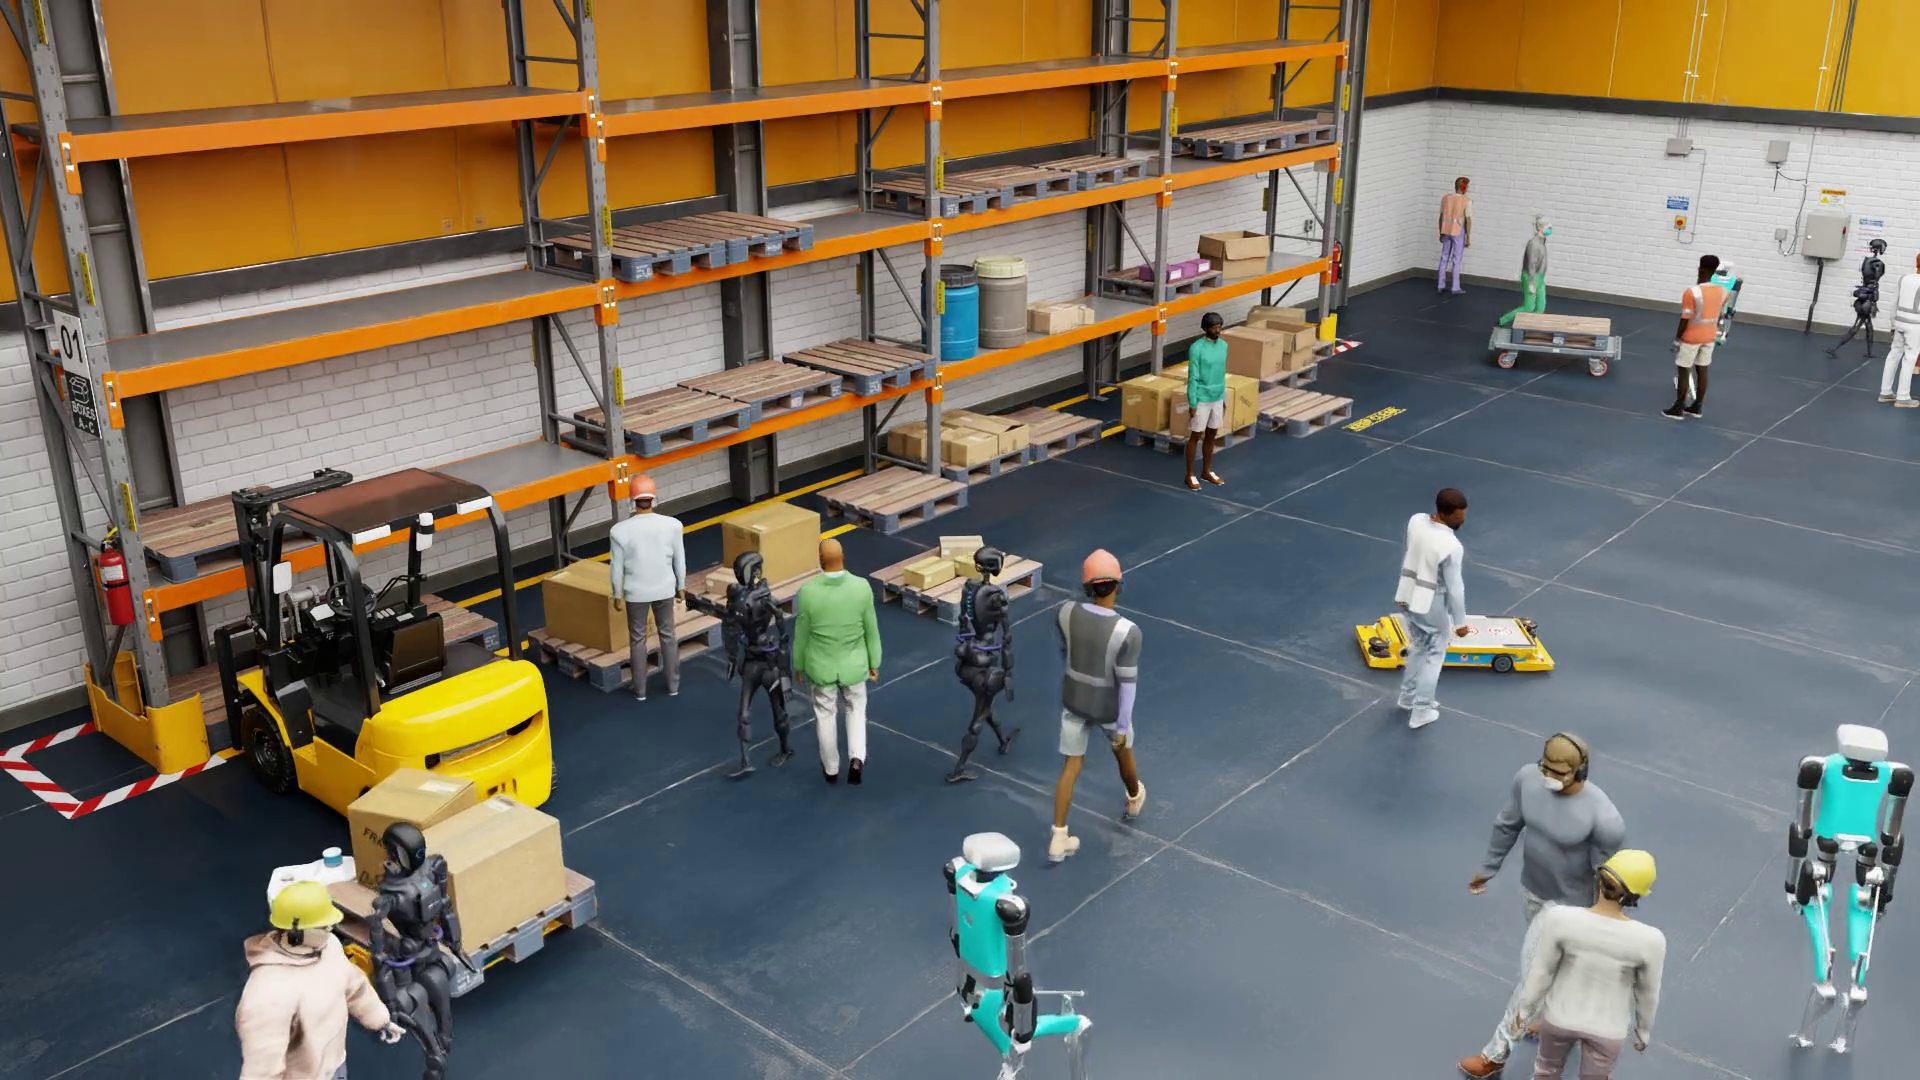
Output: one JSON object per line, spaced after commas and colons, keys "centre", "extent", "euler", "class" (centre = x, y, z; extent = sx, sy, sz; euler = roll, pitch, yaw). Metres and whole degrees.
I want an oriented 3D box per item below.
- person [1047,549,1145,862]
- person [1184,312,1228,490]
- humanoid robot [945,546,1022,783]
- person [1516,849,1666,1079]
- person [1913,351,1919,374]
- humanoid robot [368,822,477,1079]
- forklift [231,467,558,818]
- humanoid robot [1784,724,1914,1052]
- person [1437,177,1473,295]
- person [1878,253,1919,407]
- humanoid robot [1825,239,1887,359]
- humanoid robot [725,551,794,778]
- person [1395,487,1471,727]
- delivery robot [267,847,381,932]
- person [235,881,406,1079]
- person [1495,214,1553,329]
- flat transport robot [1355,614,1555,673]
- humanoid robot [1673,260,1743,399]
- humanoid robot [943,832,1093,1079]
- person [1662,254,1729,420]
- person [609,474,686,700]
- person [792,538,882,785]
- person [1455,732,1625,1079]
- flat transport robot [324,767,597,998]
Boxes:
{"centre": [0.876, 0.991, 10.428], "extent": [0.600, 1.957, 1.093], "euler": [10, 23, 26], "class": "person"}
{"centre": [2.542, -1.452, 17.205], "extent": [0.509, 1.848, 0.382], "euler": [-13, 24, -32], "class": "person"}
{"centre": [0.173, 0.818, 11.357], "extent": [0.766, 1.615, 0.593], "euler": [-15, 25, -35], "class": "humanoid robot"}
{"centre": [2.827, 2.190, 7.521], "extent": [0.583, 1.715, 0.676], "euler": [8, 22, 21], "class": "person"}
{"centre": [12.666, -3.000, 21.514], "extent": [0.476, 1.768, 0.369], "euler": [11, 23, 28], "class": "person"}
{"centre": [-2.571, 2.066, 7.933], "extent": [0.314, 1.652, 0.611], "euler": [8, 22, 20], "class": "humanoid robot"}
{"centre": [-3.730, 0.710, 10.856], "extent": [2.313, 2.155, 1.214], "euler": [17, 26, 38], "class": "forklift"}
{"centre": [4.483, 1.863, 8.414], "extent": [0.543, 1.800, 0.718], "euler": [4, 21, 11], "class": "humanoid robot"}
{"centre": [7.818, -4.815, 26.332], "extent": [0.395, 1.836, 0.563], "euler": [-16, 25, -36], "class": "person"}
{"centre": [11.514, -2.557, 20.148], "extent": [0.337, 1.882, 0.583], "euler": [-5, 21, -14], "class": "person"}
{"centre": [12.155, -3.237, 22.370], "extent": [0.775, 1.629, 0.586], "euler": [4, 21, 12], "class": "humanoid robot"}
{"centre": [-1.359, 0.840, 11.273], "extent": [0.603, 1.634, 0.634], "euler": [16, 25, 36], "class": "humanoid robot"}
{"centre": [3.442, 0.486, 11.949], "extent": [0.608, 1.862, 0.622], "euler": [-7, 21, -18], "class": "person"}
{"centre": [-3.610, 2.060, 9.574], "extent": [0.779, 0.607, 0.517], "euler": [-4, 21, -11], "class": "delivery robot"}
{"centre": [-2.662, 2.285, 7.097], "extent": [0.821, 1.831, 0.817], "euler": [0, 20, 1], "class": "person"}
{"centre": [7.938, -3.638, 23.161], "extent": [0.683, 1.819, 0.523], "euler": [15, 25, 34], "class": "person"}
{"centre": [3.948, 0.824, 13.318], "extent": [1.431, 0.231, 0.659], "euler": [1, 20, 3], "class": "flat transport robot"}
{"centre": [9.163, -2.607, 20.594], "extent": [0.555, 1.834, 0.869], "euler": [0, 20, 0], "class": "humanoid robot"}
{"centre": [0.363, 2.104, 7.812], "extent": [1.018, 1.786, 0.534], "euler": [-14, 25, -34], "class": "humanoid robot"}
{"centre": [8.672, -2.388, 19.585], "extent": [0.611, 1.963, 0.384], "euler": [-6, 21, -17], "class": "person"}
{"centre": [-2.337, 0.351, 12.468], "extent": [0.573, 1.744, 0.348], "euler": [-8, 22, -21], "class": "person"}
{"centre": [-0.815, 0.849, 11.098], "extent": [0.593, 1.759, 0.487], "euler": [-3, 21, -9], "class": "person"}
{"centre": [2.879, 1.800, 8.330], "extent": [1.003, 1.885, 0.681], "euler": [-8, 22, -21], "class": "person"}
{"centre": [-2.830, 2.242, 9.477], "extent": [0.659, 0.231, 1.431], "euler": [14, 25, 34], "class": "flat transport robot"}
